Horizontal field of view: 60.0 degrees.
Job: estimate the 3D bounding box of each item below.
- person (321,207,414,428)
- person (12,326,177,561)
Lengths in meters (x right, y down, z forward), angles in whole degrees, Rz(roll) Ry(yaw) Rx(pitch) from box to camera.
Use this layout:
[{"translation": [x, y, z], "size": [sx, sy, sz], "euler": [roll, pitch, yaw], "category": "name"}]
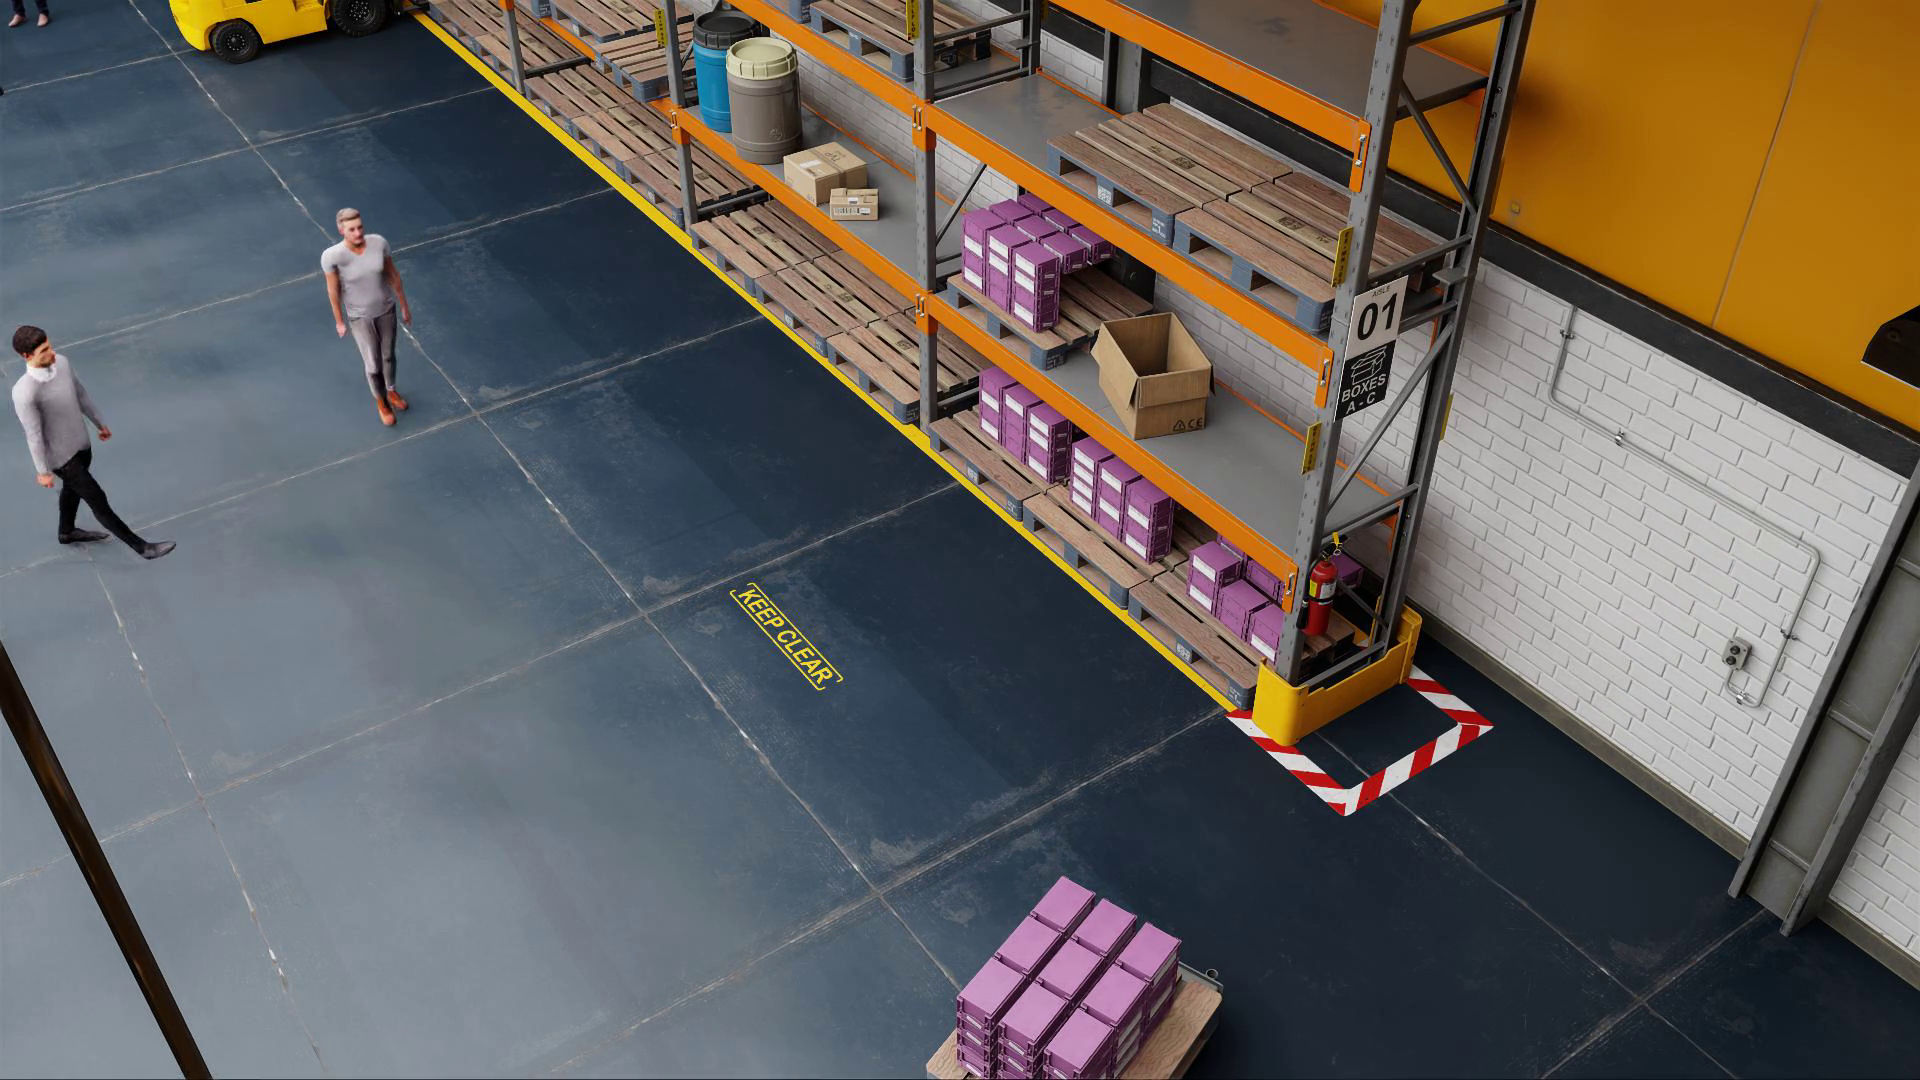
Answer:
[{"translation": [-4.641, -1.806, 12.984], "size": [0.747, 1.811, 0.740], "euler": [-31, 48, -32], "category": "person"}, {"translation": [-6.243, -0.621, 11.459], "size": [1.281, 1.861, 1.293], "euler": [2, 39, 2], "category": "person"}]
